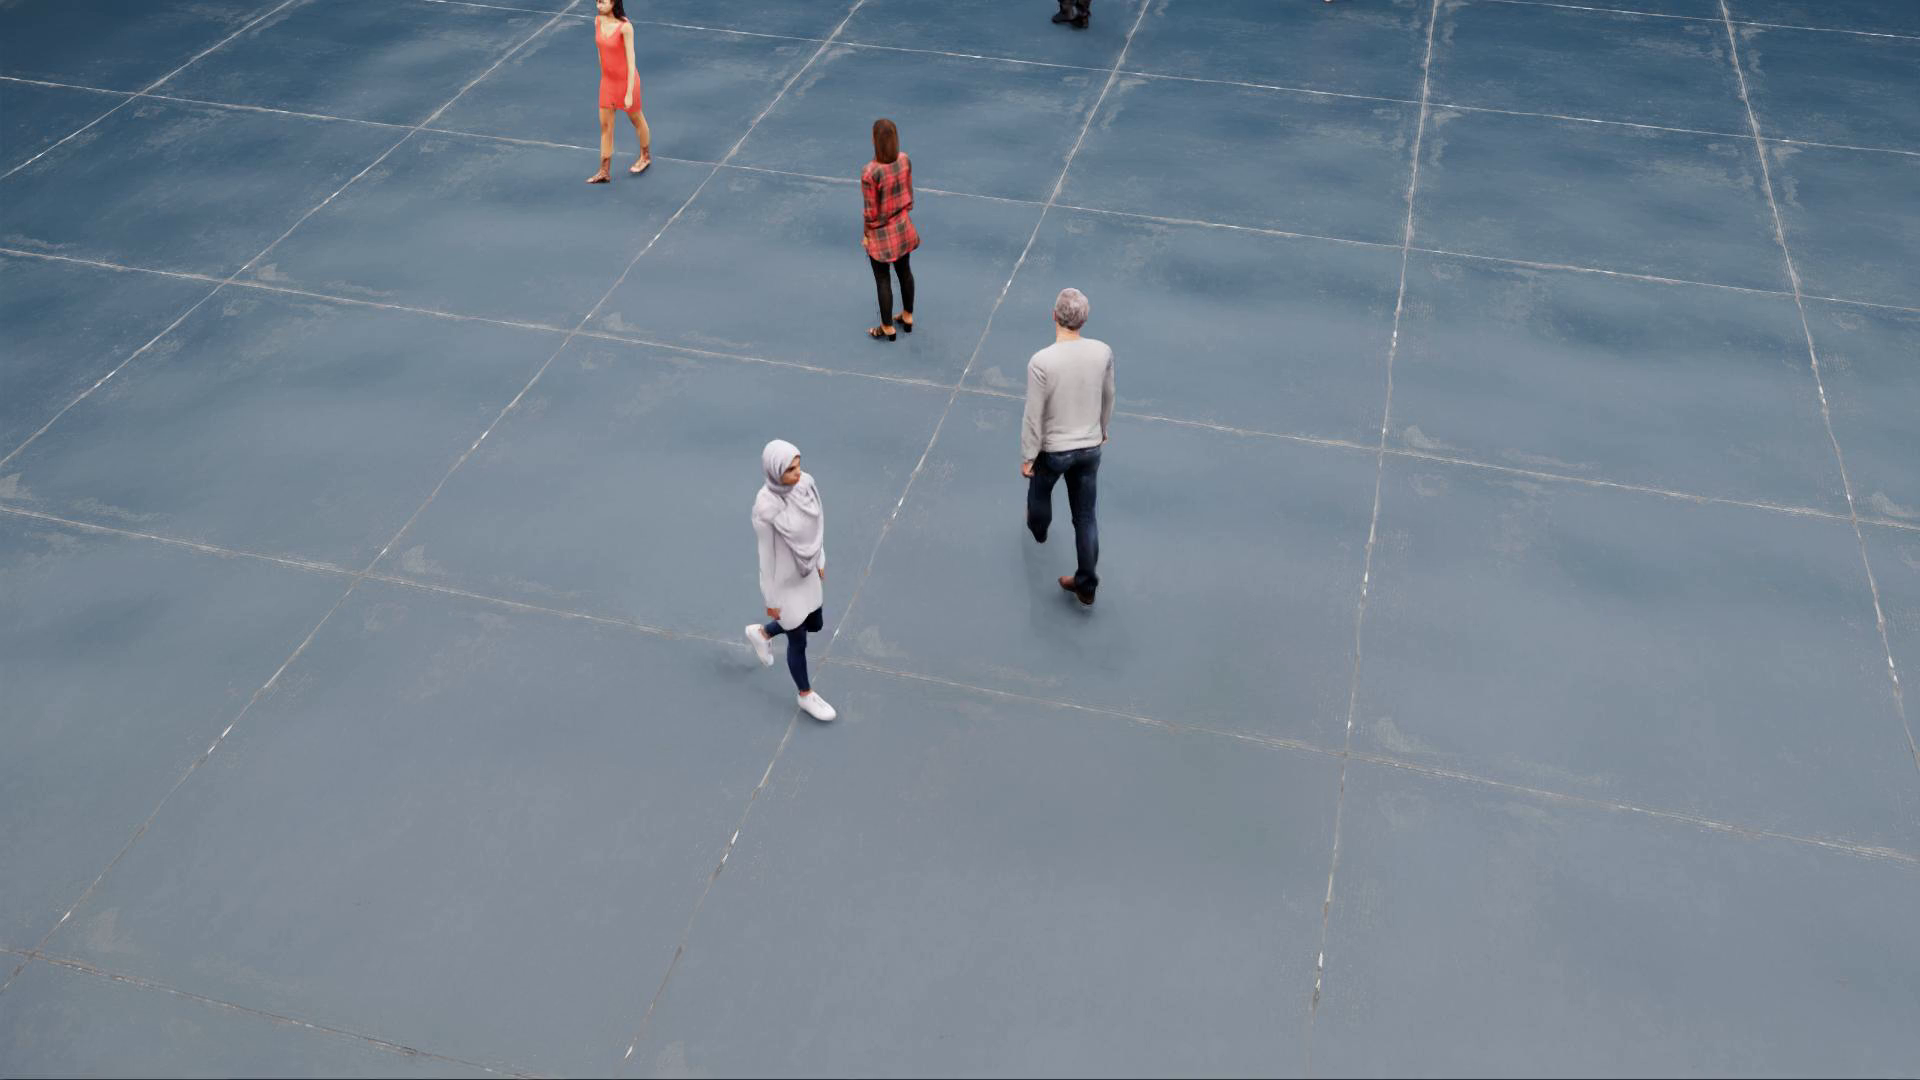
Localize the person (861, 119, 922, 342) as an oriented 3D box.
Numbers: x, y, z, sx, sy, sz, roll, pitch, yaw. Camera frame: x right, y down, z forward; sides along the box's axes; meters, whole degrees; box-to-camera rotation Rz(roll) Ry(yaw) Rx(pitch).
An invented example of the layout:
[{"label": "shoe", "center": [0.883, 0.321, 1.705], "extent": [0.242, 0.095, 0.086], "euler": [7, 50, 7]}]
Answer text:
[{"label": "person", "center": [-0.516, -2.241, 12.040], "extent": [0.660, 1.702, 0.765], "euler": [-31, 47, -33]}]

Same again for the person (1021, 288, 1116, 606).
[{"label": "person", "center": [0.649, -0.462, 9.658], "extent": [1.222, 1.835, 1.363], "euler": [-15, 41, -19]}]

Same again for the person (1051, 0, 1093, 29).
[{"label": "person", "center": [1.258, -6.085, 16.863], "extent": [0.846, 1.812, 0.892], "euler": [-16, 41, -19]}]

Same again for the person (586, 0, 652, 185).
[{"label": "person", "center": [-2.832, -3.910, 14.183], "extent": [0.768, 1.690, 1.044], "euler": [18, 42, 22]}]

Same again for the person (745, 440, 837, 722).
[{"label": "person", "center": [-0.961, 0.186, 8.888], "extent": [0.885, 1.762, 0.949], "euler": [25, 45, 29]}]
